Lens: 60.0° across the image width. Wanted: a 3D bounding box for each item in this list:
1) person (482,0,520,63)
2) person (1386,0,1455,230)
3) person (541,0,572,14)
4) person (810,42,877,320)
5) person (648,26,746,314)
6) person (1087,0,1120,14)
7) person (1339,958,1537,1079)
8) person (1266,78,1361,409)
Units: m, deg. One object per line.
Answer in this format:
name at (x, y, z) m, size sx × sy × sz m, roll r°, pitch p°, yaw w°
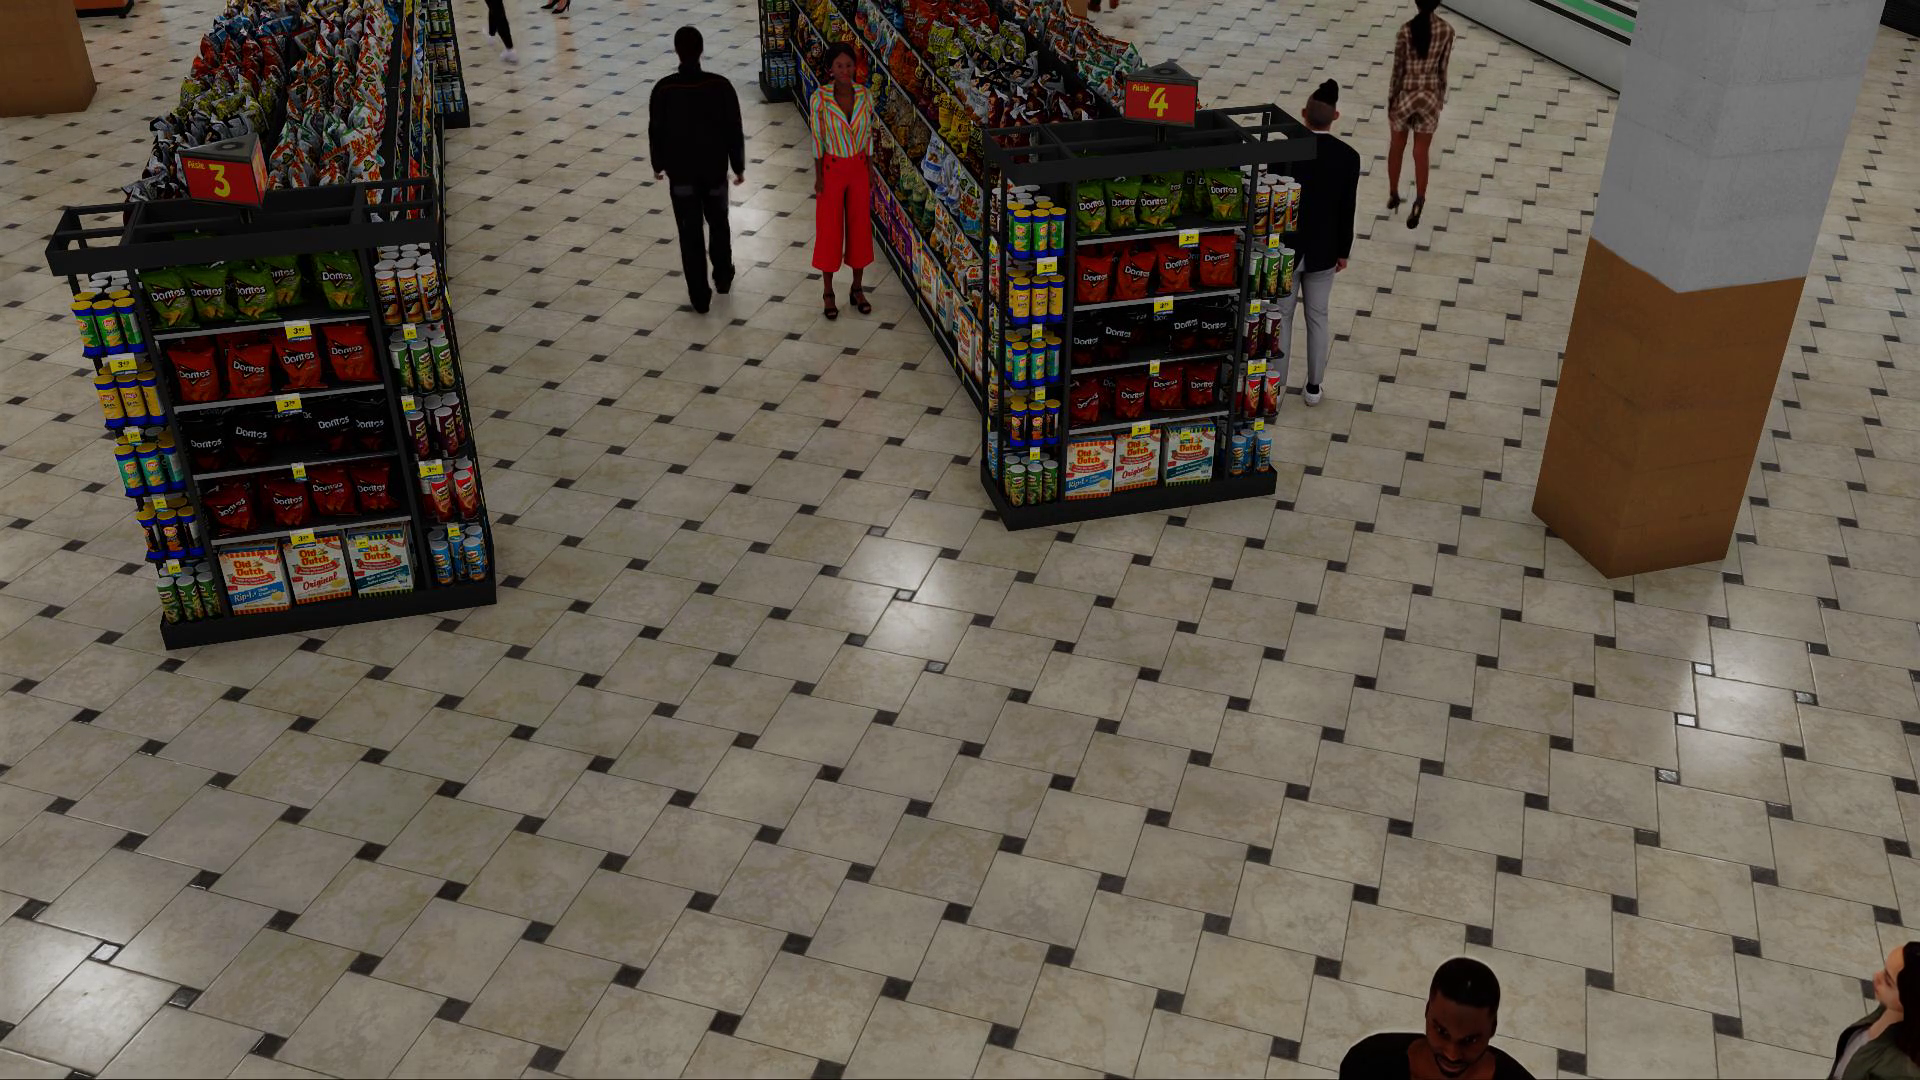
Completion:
person at (-4.417, -5.331, 15.732) m, size 0.865 × 1.606 × 1.123 m, roll -22°, pitch 38°, yaw -31°
person at (3.301, -3.082, 11.968) m, size 0.824 × 1.764 × 1.127 m, roll 2°, pitch 32°, yaw 3°
person at (-4.302, -6.437, 17.309) m, size 0.860 × 1.818 × 0.773 m, roll -20°, pitch 37°, yaw -29°
person at (-0.745, -2.296, 10.678) m, size 0.625 × 1.792 × 0.563 m, roll -12°, pitch 34°, yaw -19°
person at (-1.677, -2.334, 10.715) m, size 0.756 × 1.818 × 0.699 m, roll -11°, pitch 34°, yaw -17°
person at (1.510, -6.362, 17.192) m, size 0.731 × 1.814 × 0.744 m, roll -10°, pitch 33°, yaw -16°
person at (1.142, 1.734, 4.190) m, size 0.721 × 1.805 × 0.703 m, roll 7°, pitch 33°, yaw 12°
person at (1.979, -1.691, 9.557) m, size 0.766 × 1.949 × 0.688 m, roll 0°, pitch 32°, yaw 0°
